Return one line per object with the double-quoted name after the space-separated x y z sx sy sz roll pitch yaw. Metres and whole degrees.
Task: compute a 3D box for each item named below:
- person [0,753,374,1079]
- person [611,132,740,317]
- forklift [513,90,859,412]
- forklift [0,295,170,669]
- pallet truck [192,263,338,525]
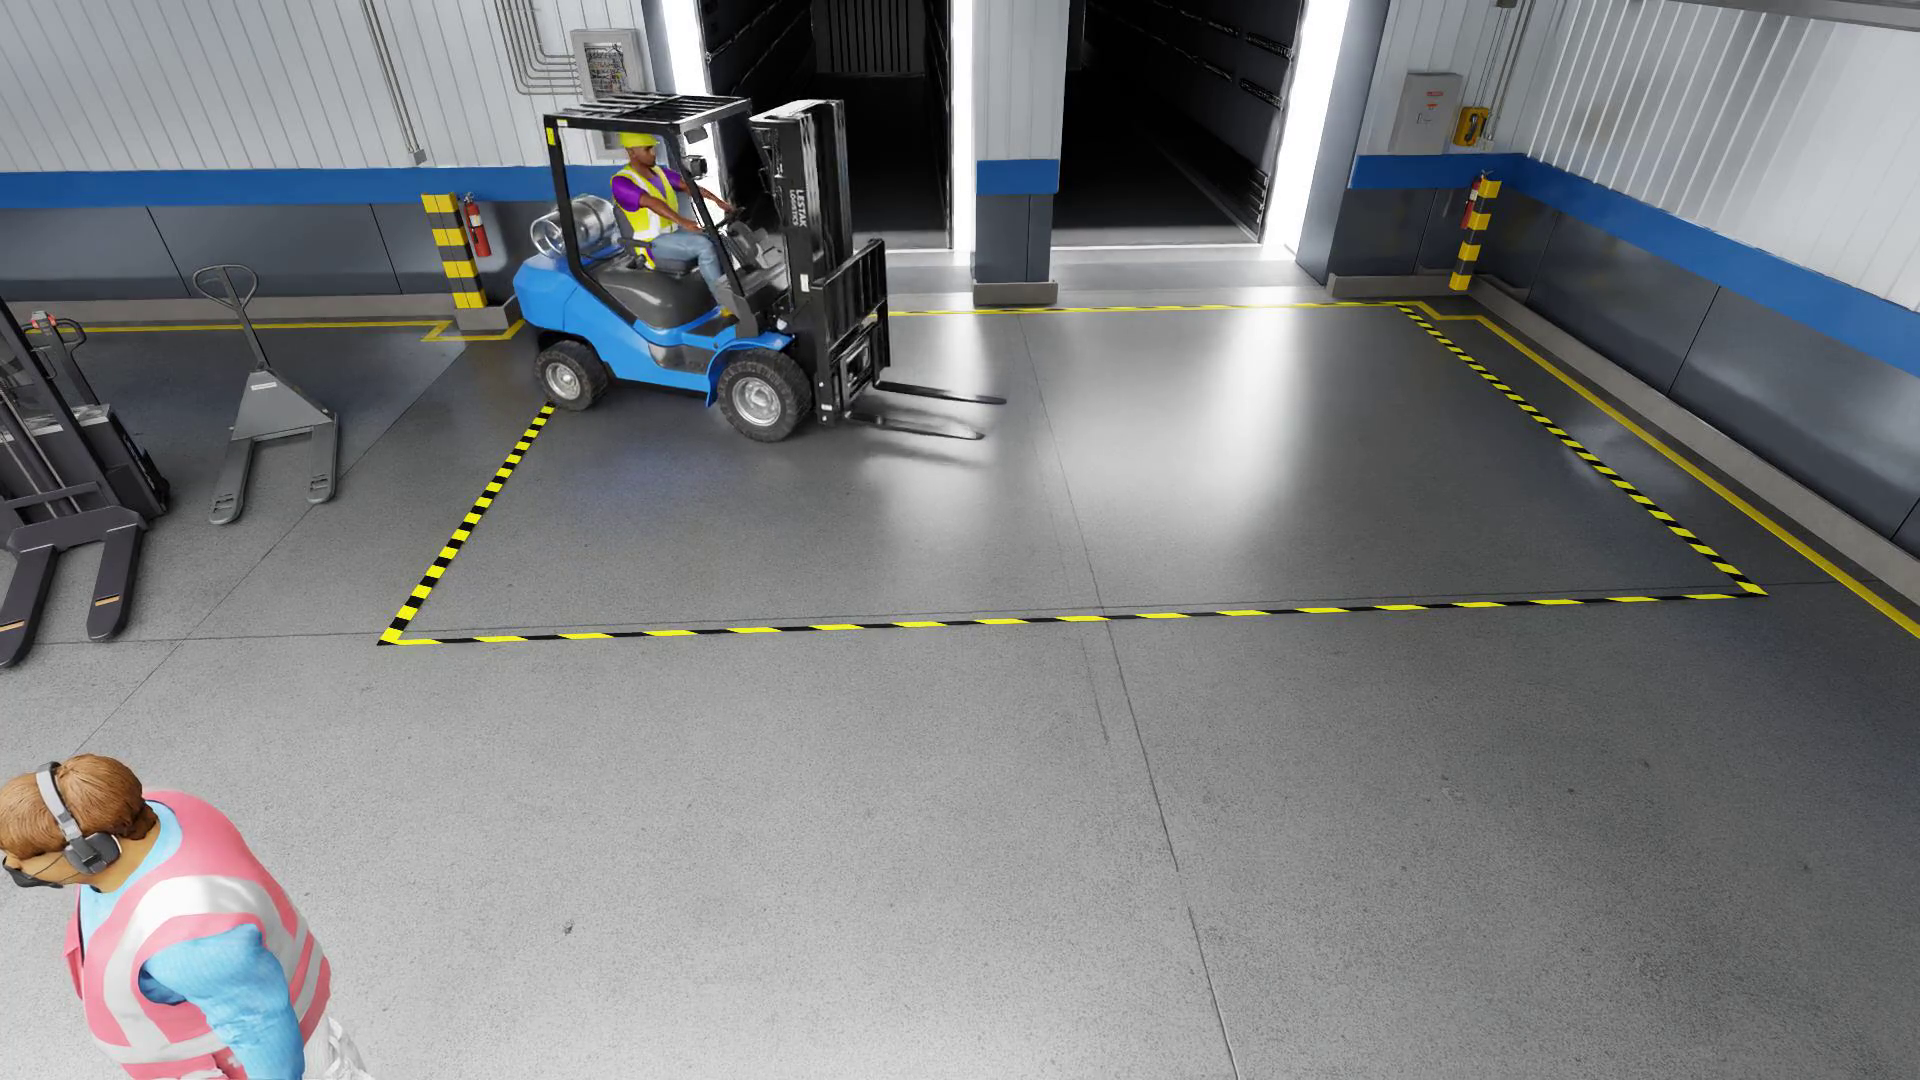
-1.848 1.229 2.359 0.624 1.843 0.429 27 43 33 "person"
-1.954 -2.295 6.650 1.004 1.293 0.635 11 36 15 "person"
-2.008 -2.156 6.778 2.680 2.036 1.157 11 36 15 "forklift"
-5.212 -0.618 4.878 0.823 1.965 1.885 -20 39 -26 "forklift"
-4.778 -1.027 6.128 0.680 1.201 1.601 -17 38 -23 "pallet truck"
